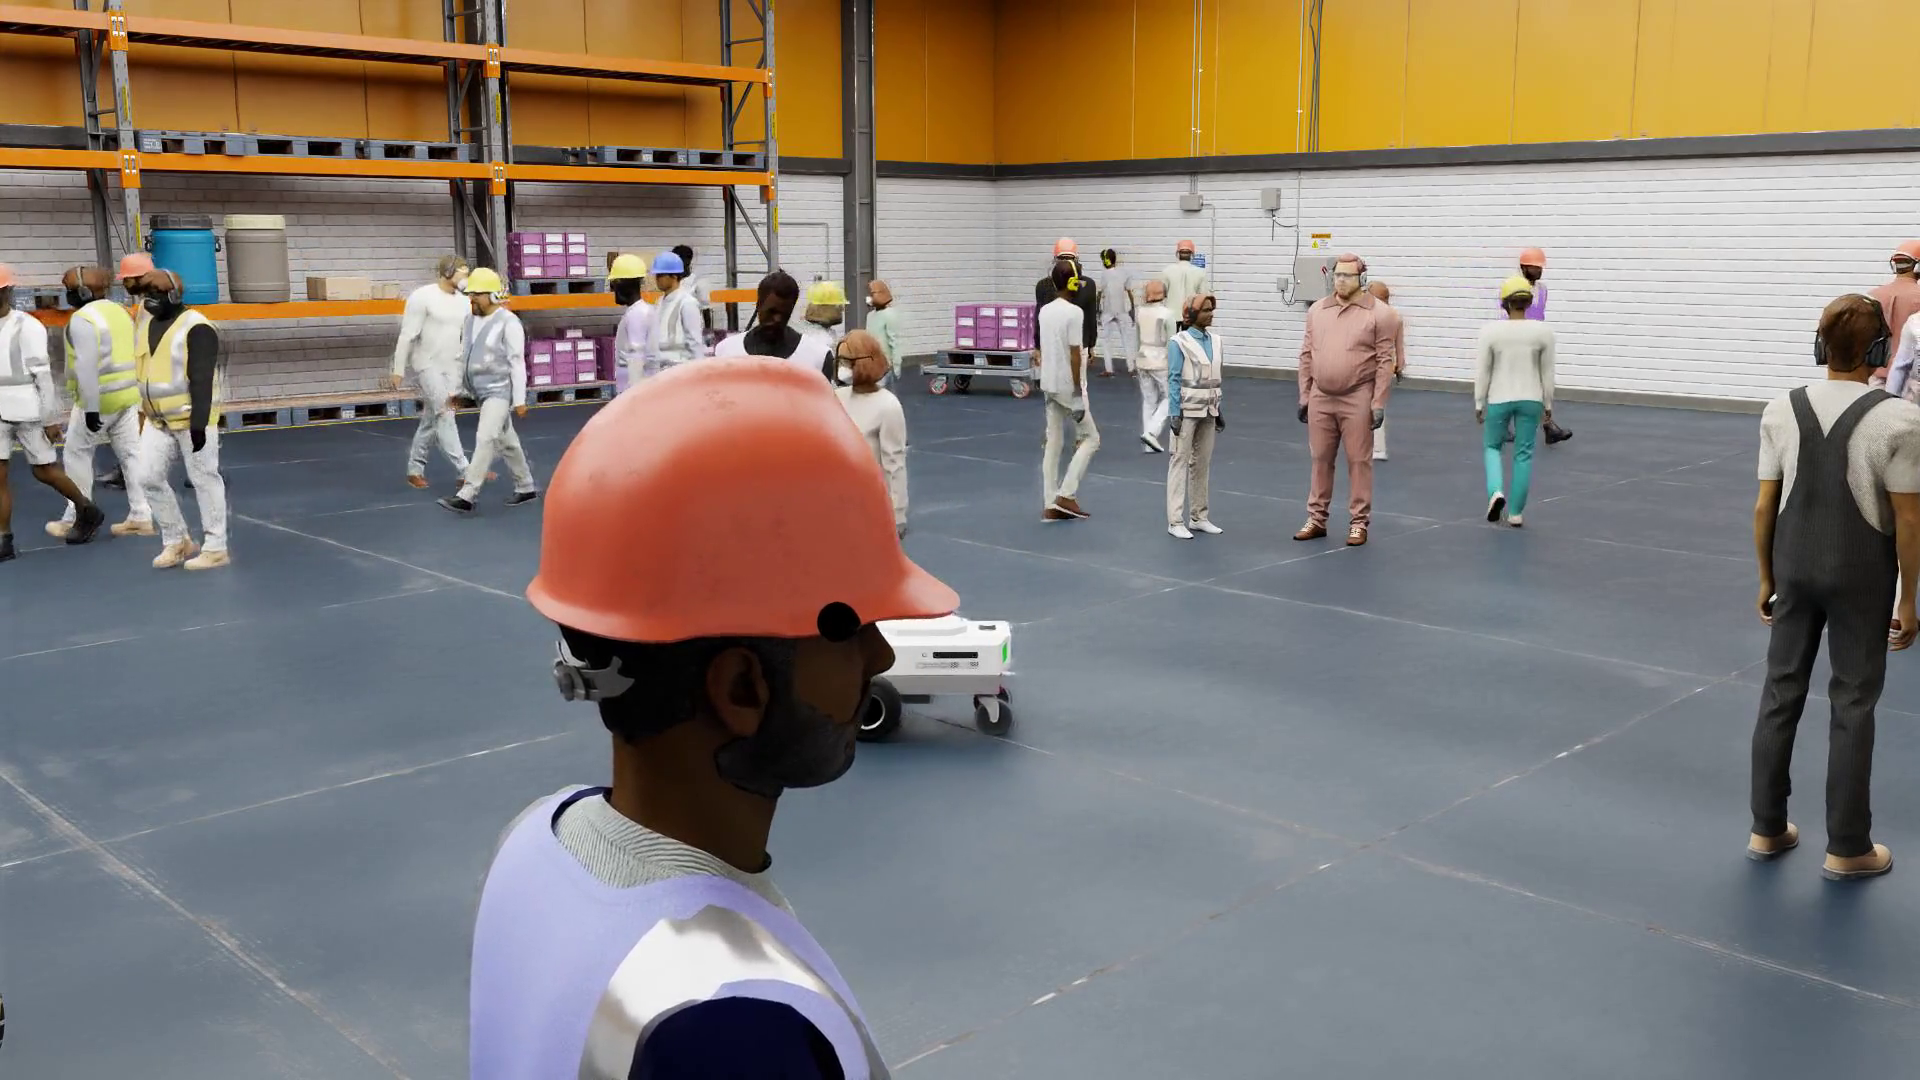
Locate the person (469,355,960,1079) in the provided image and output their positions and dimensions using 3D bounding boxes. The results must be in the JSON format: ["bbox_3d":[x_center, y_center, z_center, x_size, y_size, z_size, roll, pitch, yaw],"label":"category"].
[{"bbox_3d":[-0.174,0.826,1.321,0.357,1.937,0.551,-6,12,-31],"label":"person"}]

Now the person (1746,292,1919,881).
[{"bbox_3d":[2.761,0.151,5.254,0.345,1.847,0.508,-9,13,-39],"label":"person"}]

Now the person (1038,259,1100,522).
[{"bbox_3d":[0.770,-1.045,11.744,0.455,1.854,0.566,-7,12,-32],"label":"person"}]

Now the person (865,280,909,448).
[{"bbox_3d":[-0.822,-1.623,15.587,0.815,1.591,0.518,-5,12,-27],"label":"person"}]

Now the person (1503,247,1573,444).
[{"bbox_3d":[5.534,-1.859,16.055,0.575,1.897,0.947,-5,11,-25],"label":"person"}]

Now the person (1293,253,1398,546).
[{"bbox_3d":[2.507,-0.920,10.923,0.643,1.910,0.411,7,13,35],"label":"person"}]

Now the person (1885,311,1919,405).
[{"bbox_3d":[6.424,-0.869,10.937,0.929,1.798,0.651,-8,13,-39],"label":"person"}]

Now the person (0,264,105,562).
[{"bbox_3d":[-5.884,-0.829,10.498,0.568,1.894,0.890,3,11,14],"label":"person"}]

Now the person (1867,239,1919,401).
[{"bbox_3d":[7.153,-1.279,12.661,0.387,1.989,0.608,-6,12,-29],"label":"person"}]

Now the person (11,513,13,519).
[{"bbox_3d":[-7.023,-1.035,11.649,0.479,1.872,0.579,-7,12,-33],"label":"person"}]

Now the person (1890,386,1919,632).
[{"bbox_3d":[4.932,-0.295,8.296,0.288,1.626,0.497,-1,10,-7],"label":"person"}]

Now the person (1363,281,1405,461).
[{"bbox_3d":[3.714,-1.546,15.152,0.524,1.598,0.812,-3,11,-18],"label":"person"}]

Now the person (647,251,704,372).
[{"bbox_3d":[-2.239,-1.374,13.429,0.998,1.903,0.624,-7,12,-32],"label":"person"}]

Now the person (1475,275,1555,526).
[{"bbox_3d":[3.843,-0.953,11.543,0.538,1.756,0.432,2,11,12],"label":"person"}]

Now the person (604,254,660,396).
[{"bbox_3d":[-2.220,-1.062,11.736,0.876,1.896,0.594,-2,11,-11],"label":"person"}]

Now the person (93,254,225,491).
[{"bbox_3d":[-6.390,-1.312,13.162,1.009,1.873,0.553,-6,12,-31],"label":"person"}]

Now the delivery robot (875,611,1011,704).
[{"bbox_3d":[-0.144,0.461,6.828,0.707,0.478,0.477,0,10,-1],"label":"delivery robot"}]

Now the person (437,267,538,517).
[{"bbox_3d":[-3.473,-1.080,12.123,0.606,1.782,0.919,9,14,42],"label":"person"}]

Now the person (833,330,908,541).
[{"bbox_3d":[-0.445,-0.150,7.581,0.694,1.608,0.528,-8,13,-36],"label":"person"}]

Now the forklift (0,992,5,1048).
[{"bbox_3d":[-3.245,0.323,3.363,2.313,2.155,1.214,2,11,13],"label":"forklift"}]

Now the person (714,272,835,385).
[{"bbox_3d":[-0.908,-0.340,7.919,0.656,1.862,0.902,2,11,9],"label":"person"}]

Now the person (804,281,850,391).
[{"bbox_3d":[-0.965,-0.853,11.042,0.569,1.726,0.493,-3,11,-16],"label":"person"}]

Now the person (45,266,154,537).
[{"bbox_3d":[-5.841,-0.914,11.145,0.799,1.810,0.662,1,10,4],"label":"person"}]

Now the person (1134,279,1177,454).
[{"bbox_3d":[1.817,-1.594,15.391,0.354,1.620,0.522,-9,14,-39],"label":"person"}]

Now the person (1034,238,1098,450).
[{"bbox_3d":[0.990,-1.832,15.656,0.611,1.996,0.378,-2,11,-11],"label":"person"}]

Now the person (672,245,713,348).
[{"bbox_3d":[-3.183,-2.481,19.442,0.605,1.920,1.023,8,13,38],"label":"person"}]

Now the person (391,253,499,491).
[{"bbox_3d":[-4.052,-1.304,13.100,0.974,1.877,0.685,4,11,23],"label":"person"}]

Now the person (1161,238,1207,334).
[{"bbox_3d":[2.894,-2.924,21.657,0.661,1.974,0.462,0,10,2],"label":"person"}]

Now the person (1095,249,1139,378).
[{"bbox_3d":[2.288,-3.220,23.722,0.757,1.830,0.310,-2,11,-12],"label":"person"}]

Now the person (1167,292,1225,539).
[{"bbox_3d":[1.583,-0.837,11.193,0.517,1.645,0.308,-9,14,-41],"label":"person"}]

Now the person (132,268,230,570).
[{"bbox_3d":[-4.702,-0.709,9.999,0.643,1.824,0.518,5,11,23],"label":"person"}]
